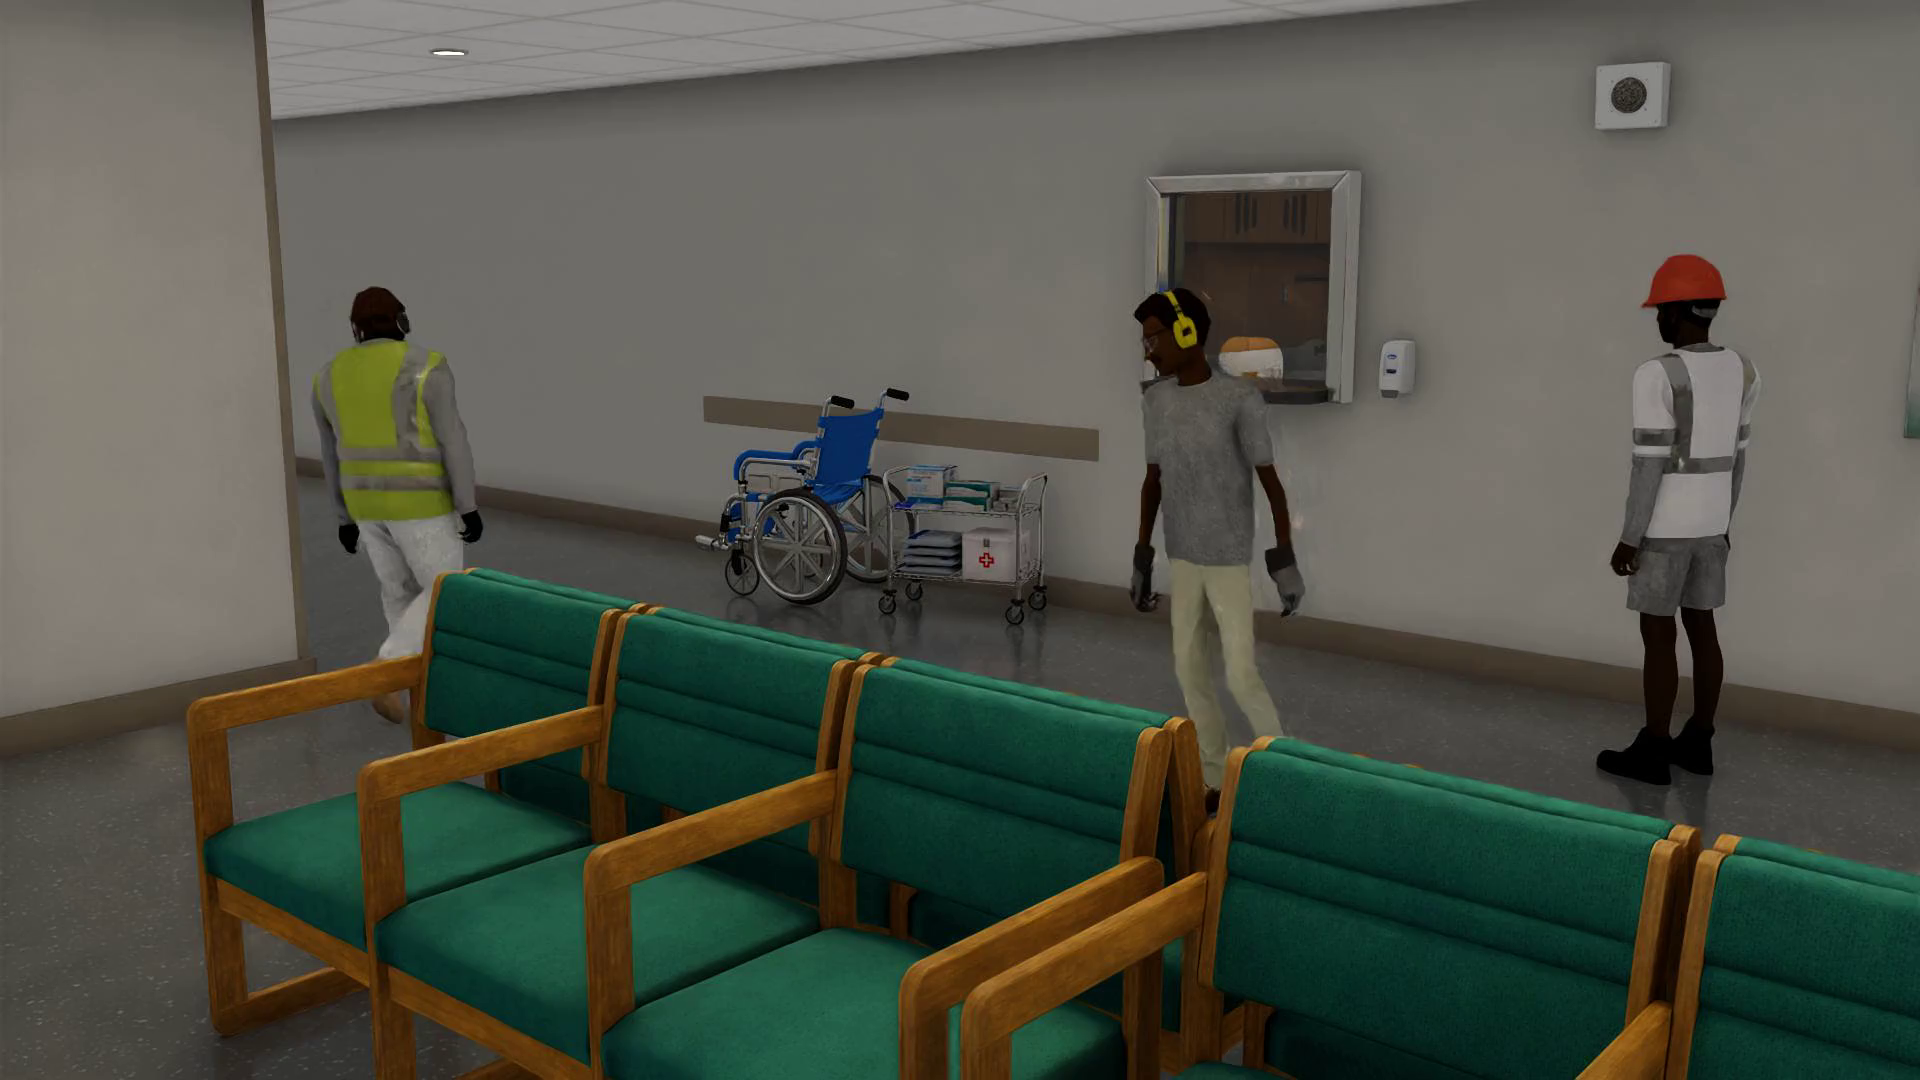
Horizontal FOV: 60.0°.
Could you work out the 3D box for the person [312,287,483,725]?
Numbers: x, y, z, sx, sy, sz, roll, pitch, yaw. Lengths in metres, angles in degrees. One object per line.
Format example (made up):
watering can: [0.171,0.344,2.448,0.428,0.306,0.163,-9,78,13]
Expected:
person: [-2.296,-0.108,6.704,0.687,1.807,0.630,3,10,17]

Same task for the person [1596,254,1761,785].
person: [2.620,-0.068,6.104,0.542,1.936,0.362,-5,11,-25]

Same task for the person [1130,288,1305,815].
person: [0.851,0.077,5.583,0.458,1.827,0.589,-9,14,-43]
